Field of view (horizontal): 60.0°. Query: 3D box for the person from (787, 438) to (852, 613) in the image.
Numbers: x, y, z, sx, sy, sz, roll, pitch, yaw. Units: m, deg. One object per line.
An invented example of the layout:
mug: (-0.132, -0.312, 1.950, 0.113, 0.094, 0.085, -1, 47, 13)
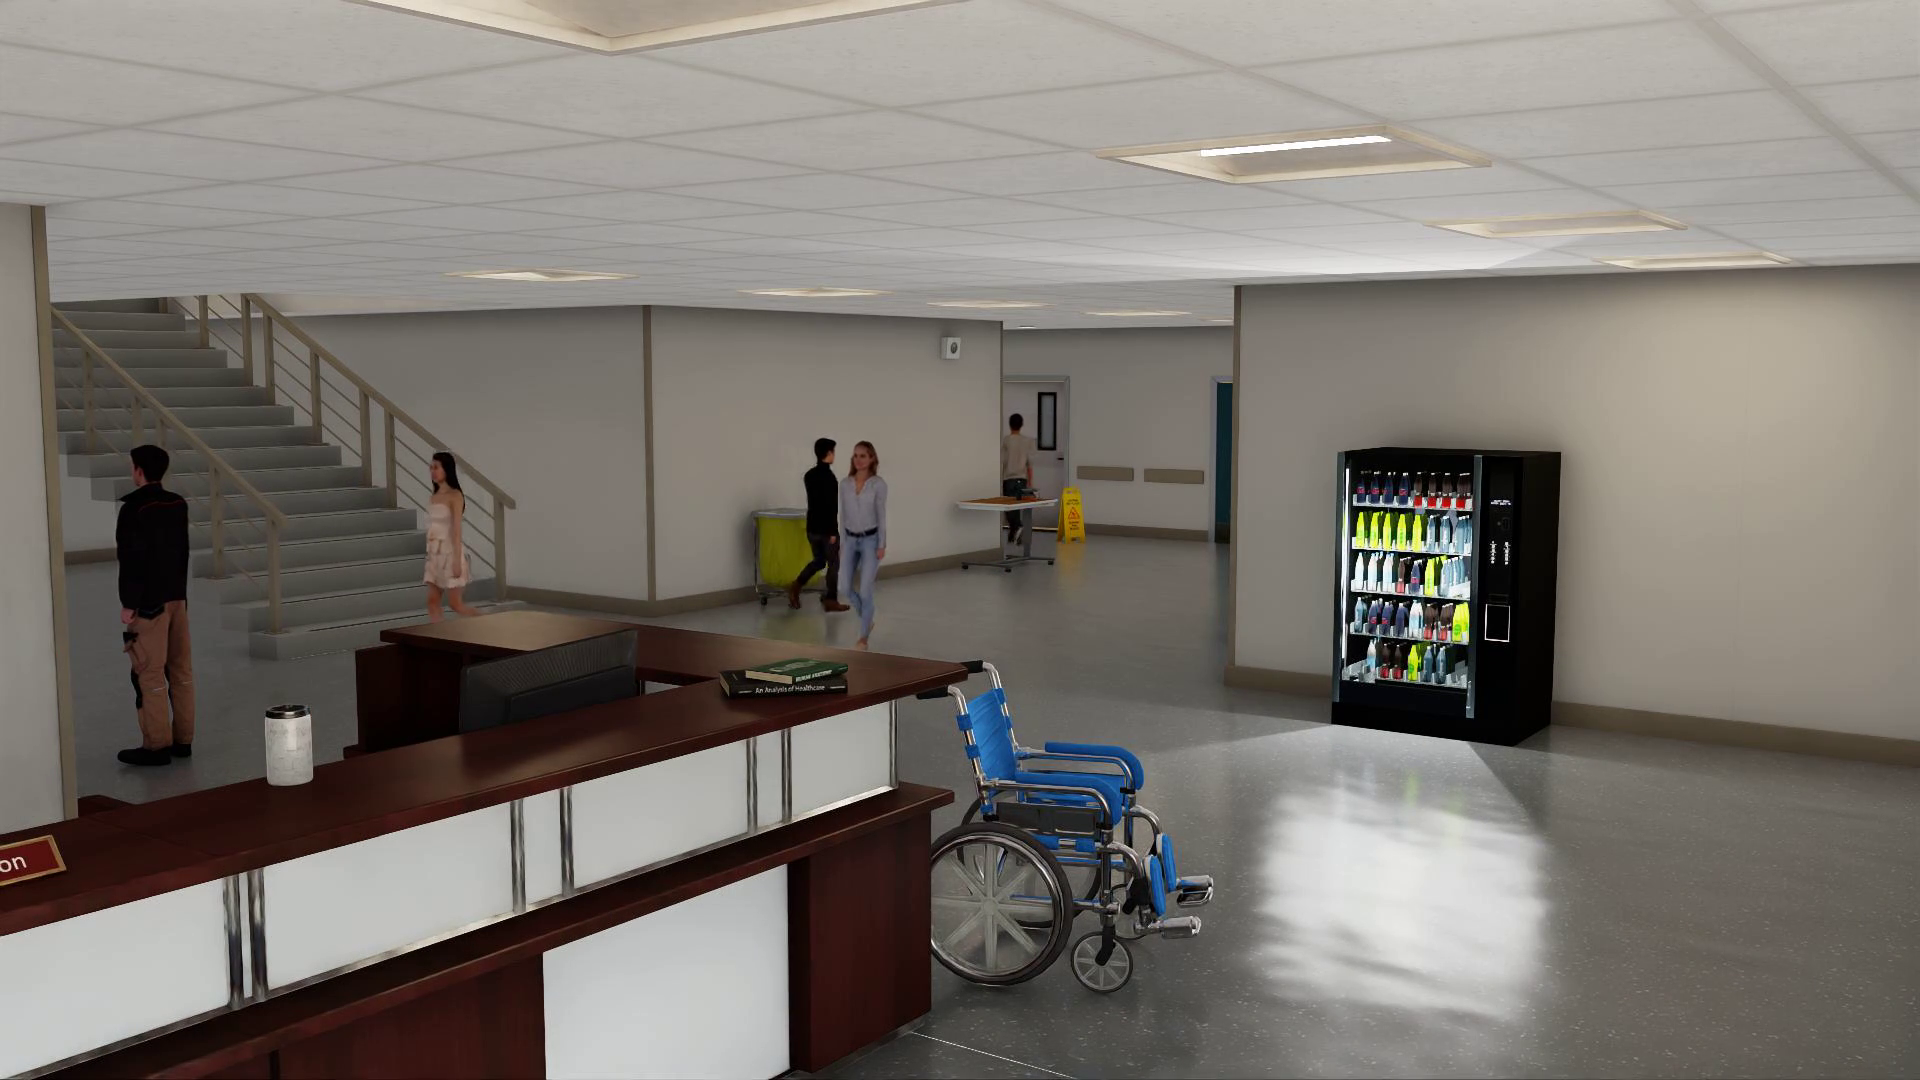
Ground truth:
person: (-1.395, -0.126, 16.187, 0.841, 1.705, 0.904, -4, 7, -37)

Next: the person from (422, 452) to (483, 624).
person: (-3.938, 0.186, 13.044, 0.917, 1.713, 0.682, 5, 7, 39)

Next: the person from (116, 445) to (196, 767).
person: (-4.859, 0.381, 10.044, 0.746, 1.925, 0.775, 1, 6, 13)

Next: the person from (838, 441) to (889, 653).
person: (-0.782, 0.064, 13.904, 0.674, 1.784, 0.747, 3, 6, 24)

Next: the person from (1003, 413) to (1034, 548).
person: (0.739, -0.770, 22.149, 0.997, 1.792, 1.107, -2, 6, -17)
